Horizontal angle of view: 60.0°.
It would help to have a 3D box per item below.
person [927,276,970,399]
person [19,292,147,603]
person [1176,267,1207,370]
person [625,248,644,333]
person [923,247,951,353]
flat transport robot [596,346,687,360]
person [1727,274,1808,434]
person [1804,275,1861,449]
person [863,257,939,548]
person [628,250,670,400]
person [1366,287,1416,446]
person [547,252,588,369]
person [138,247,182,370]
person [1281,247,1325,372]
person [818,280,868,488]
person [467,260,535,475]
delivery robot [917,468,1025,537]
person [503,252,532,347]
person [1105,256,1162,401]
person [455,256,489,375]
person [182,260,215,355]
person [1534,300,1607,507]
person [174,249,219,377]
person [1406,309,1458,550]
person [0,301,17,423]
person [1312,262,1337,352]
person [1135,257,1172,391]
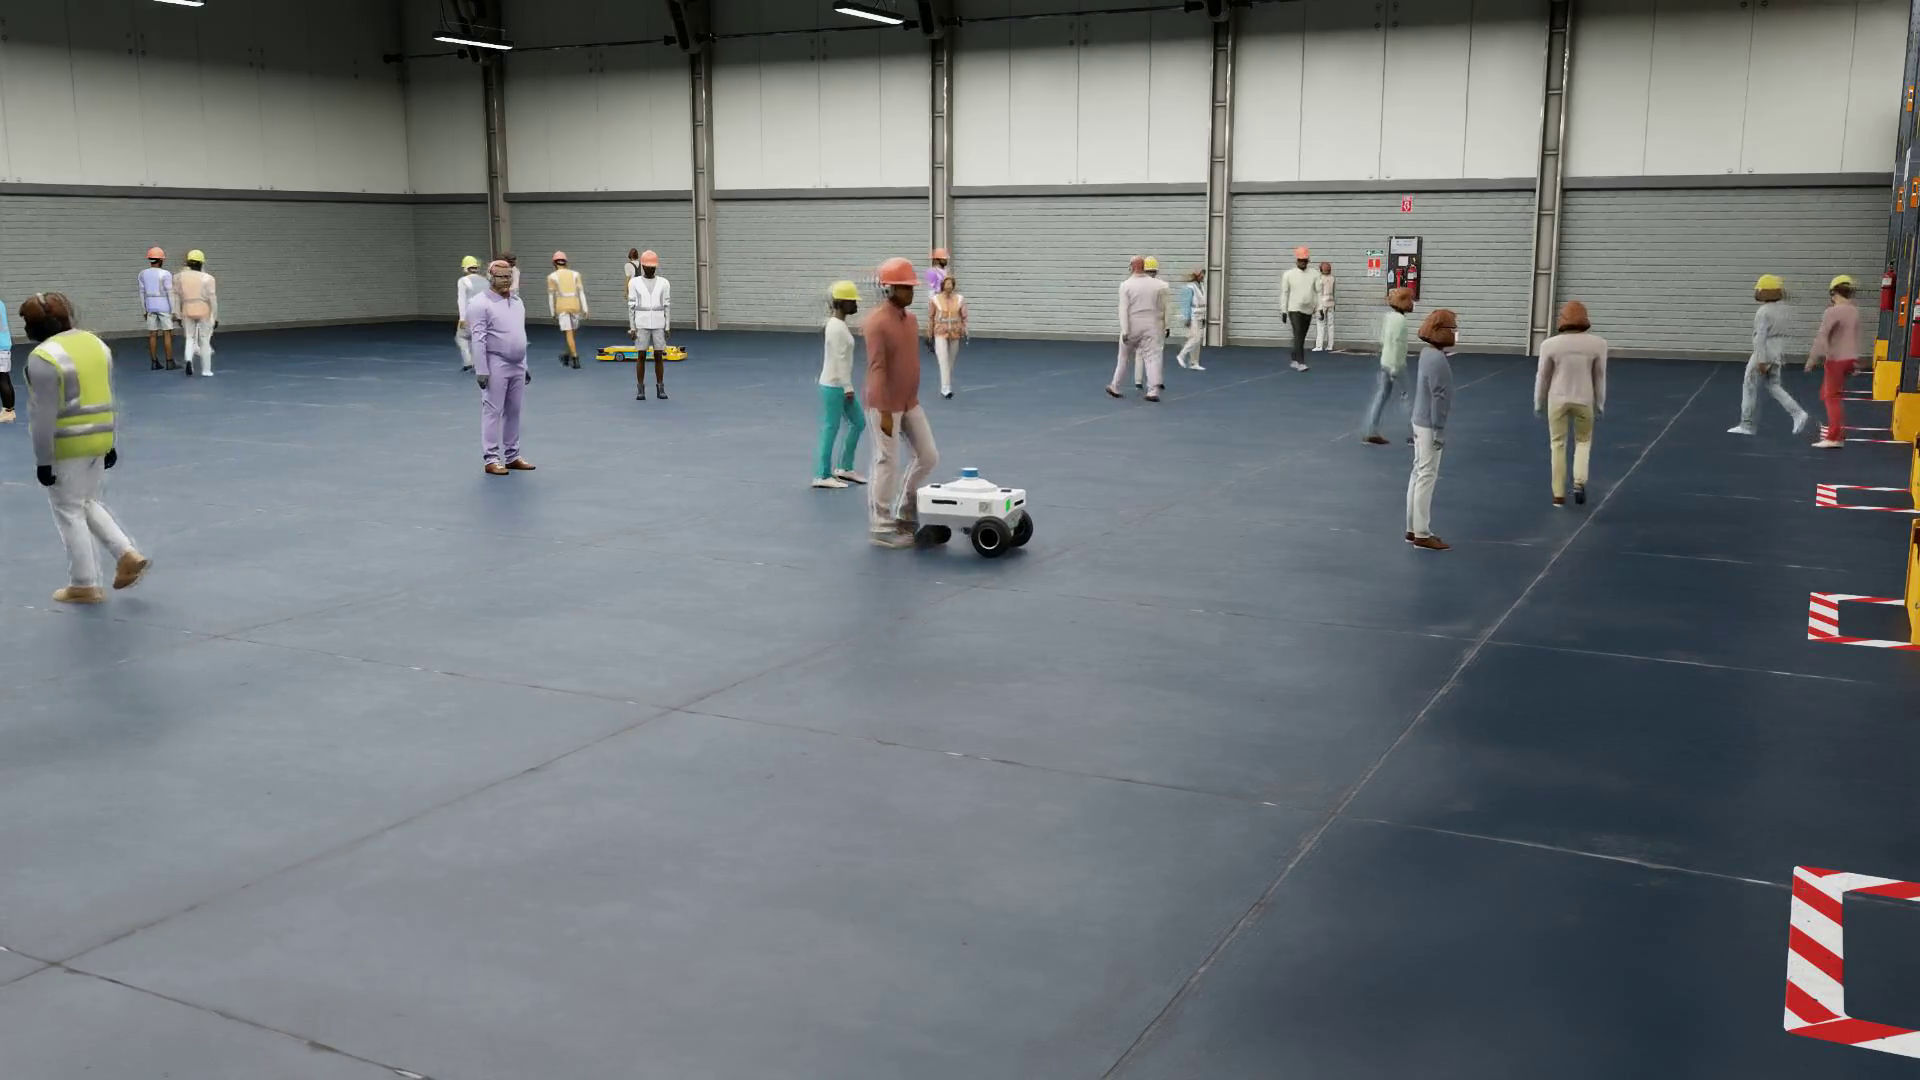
[{"bbox_3d":[-0.138,-2.643,21.735,0.528,1.594,0.844,-3,11,-16],"label":"person"},{"bbox_3d":[-5.098,-0.516,9.579,0.462,1.810,0.647,2,11,10],"label":"person"},{"bbox_3d":[3.712,-3.487,26.265,0.381,1.623,0.525,6,12,30],"label":"person"},{"bbox_3d":[-7.053,-5.405,36.139,0.506,1.847,0.344,-9,14,-41],"label":"person"},{"bbox_3d":[-0.370,-4.147,29.080,0.601,1.917,0.556,7,13,34],"label":"person"},{"bbox_3d":[-5.432,-3.198,28.403,1.431,0.197,0.652,0,10,1],"label":"flat transport robot"},{"bbox_3d":[8.650,-1.961,17.703,0.486,1.718,0.710,-7,12,-32],"label":"person"},{"bbox_3d":[8.783,-1.782,16.717,0.618,1.732,0.429,-8,13,-36],"label":"person"},{"bbox_3d":[-0.393,-0.915,11.290,0.509,1.977,0.637,6,12,32],"label":"person"},{"bbox_3d":[-4.025,-2.788,21.623,0.544,1.936,0.359,-4,11,-19],"label":"person"},{"bbox_3d":[4.510,-1.749,16.874,0.763,1.602,0.519,0,10,1],"label":"person"},{"bbox_3d":[-6.343,-3.708,26.830,0.596,1.861,0.963,-7,13,-34],"label":"person"},{"bbox_3d":[-12.691,-3.661,26.379,0.553,1.935,0.362,1,10,6],"label":"person"},{"bbox_3d":[5.406,-3.650,26.317,0.621,1.950,1.022,-2,11,-9],"label":"person"},{"bbox_3d":[-0.967,-1.295,13.988,0.546,1.749,0.537,1,10,5],"label":"person"},{"bbox_3d":[-4.089,-1.547,14.940,0.406,1.904,0.654,5,12,25],"label":"person"},{"bbox_3d":[0.071,-0.245,11.267,0.707,0.478,0.477,4,11,23],"label":"delivery robot"},{"bbox_3d":[-8.518,-4.537,31.547,0.889,1.798,0.636,8,13,38],"label":"person"},{"bbox_3d":[2.289,-2.742,21.600,0.646,1.854,1.004,-4,11,-21],"label":"person"},{"bbox_3d":[-7.476,-3.417,25.384,0.565,1.810,0.618,6,12,31],"label":"person"},{"bbox_3d":[-13.544,-4.197,29.603,0.518,1.825,0.659,2,11,10],"label":"person"},{"bbox_3d":[4.767,-1.061,13.025,0.531,1.620,0.328,2,11,13],"label":"person"},{"bbox_3d":[-11.445,-3.388,24.941,0.614,1.912,0.536,-1,10,-7],"label":"person"},{"bbox_3d":[3.233,-0.759,11.377,0.283,1.633,0.501,1,10,5],"label":"person"},{"bbox_3d":[-10.988,-2.178,18.944,0.316,1.696,0.541,-4,11,-19],"label":"person"},{"bbox_3d":[6.692,-4.277,30.549,0.514,1.642,0.310,-4,11,-23],"label":"person"},{"bbox_3d":[2.612,-2.965,22.860,0.597,1.836,0.404,3,11,16],"label":"person"}]
